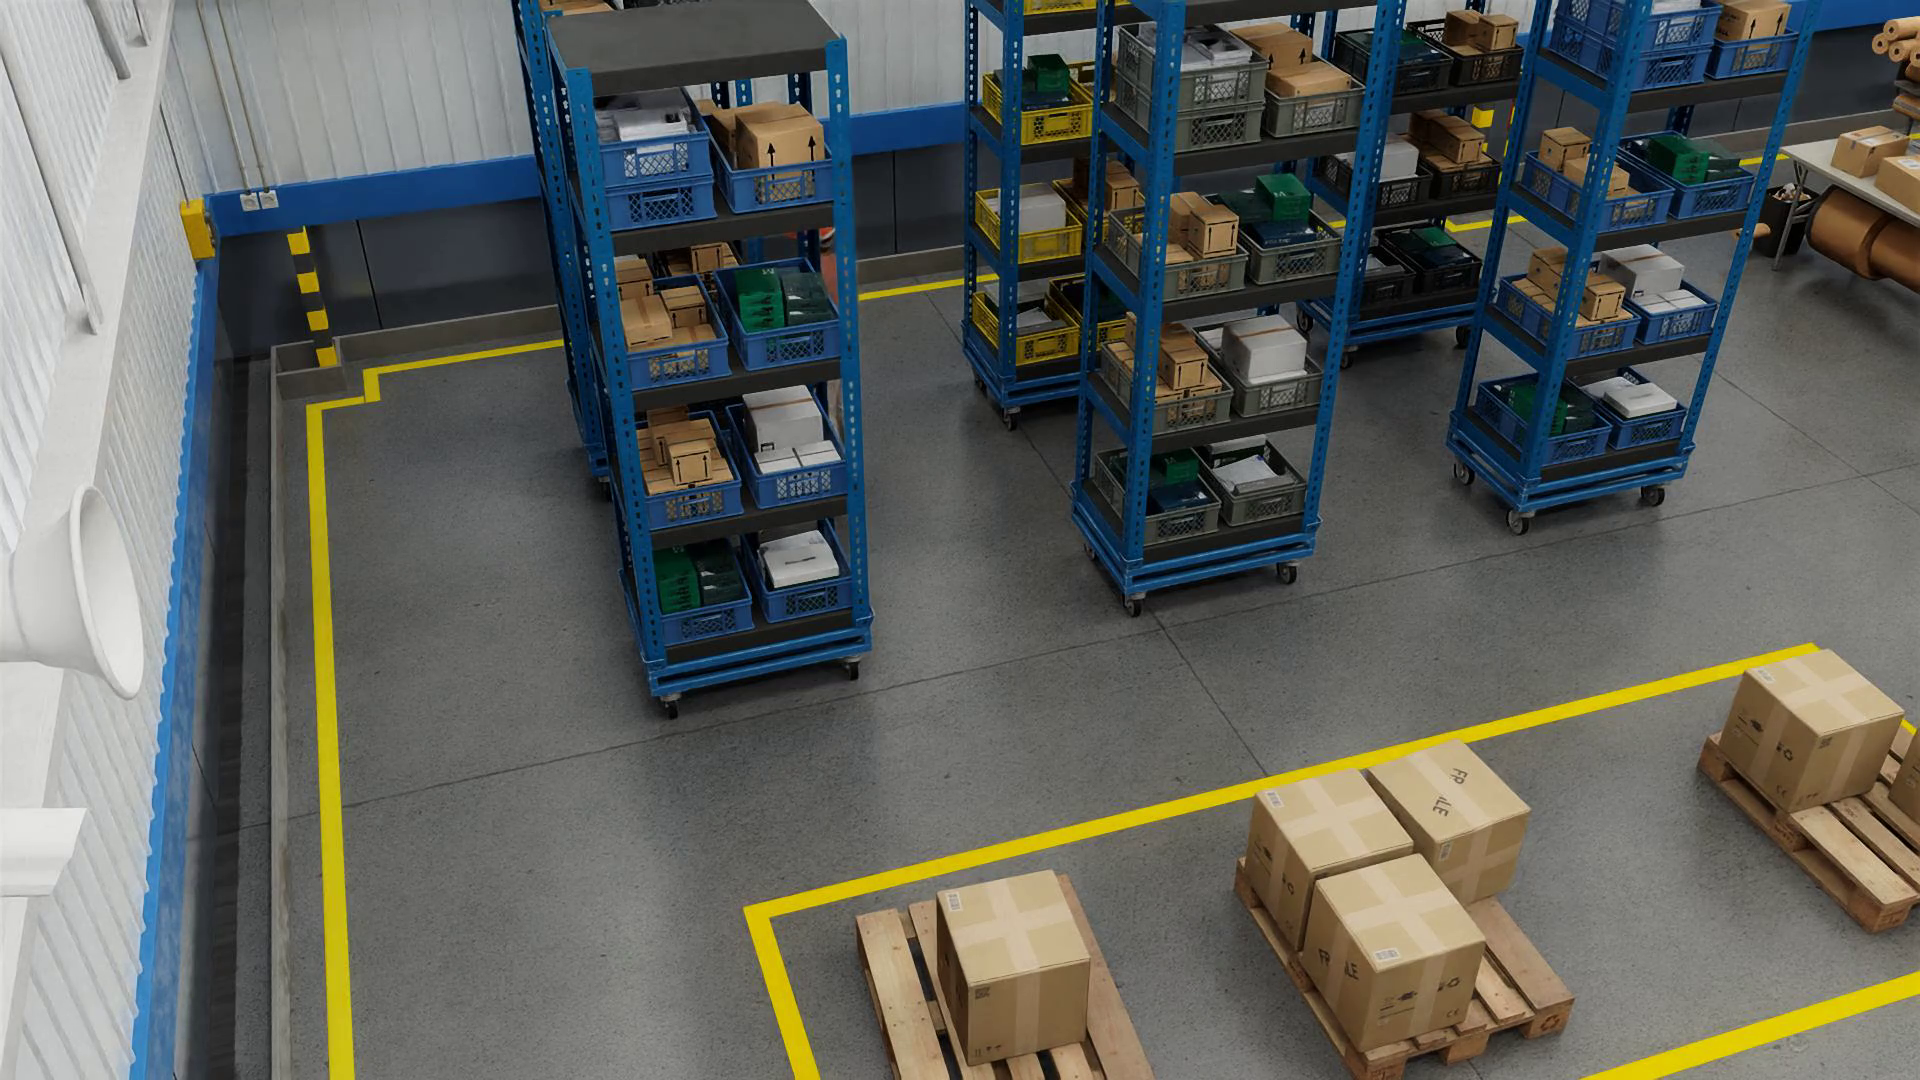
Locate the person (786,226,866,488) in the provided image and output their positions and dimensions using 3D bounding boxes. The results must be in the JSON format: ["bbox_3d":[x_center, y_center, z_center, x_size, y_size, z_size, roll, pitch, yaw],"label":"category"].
[{"bbox_3d":[-0.818,-1.098,10.115,0.413,1.984,0.633,17,39,23],"label":"person"}]
